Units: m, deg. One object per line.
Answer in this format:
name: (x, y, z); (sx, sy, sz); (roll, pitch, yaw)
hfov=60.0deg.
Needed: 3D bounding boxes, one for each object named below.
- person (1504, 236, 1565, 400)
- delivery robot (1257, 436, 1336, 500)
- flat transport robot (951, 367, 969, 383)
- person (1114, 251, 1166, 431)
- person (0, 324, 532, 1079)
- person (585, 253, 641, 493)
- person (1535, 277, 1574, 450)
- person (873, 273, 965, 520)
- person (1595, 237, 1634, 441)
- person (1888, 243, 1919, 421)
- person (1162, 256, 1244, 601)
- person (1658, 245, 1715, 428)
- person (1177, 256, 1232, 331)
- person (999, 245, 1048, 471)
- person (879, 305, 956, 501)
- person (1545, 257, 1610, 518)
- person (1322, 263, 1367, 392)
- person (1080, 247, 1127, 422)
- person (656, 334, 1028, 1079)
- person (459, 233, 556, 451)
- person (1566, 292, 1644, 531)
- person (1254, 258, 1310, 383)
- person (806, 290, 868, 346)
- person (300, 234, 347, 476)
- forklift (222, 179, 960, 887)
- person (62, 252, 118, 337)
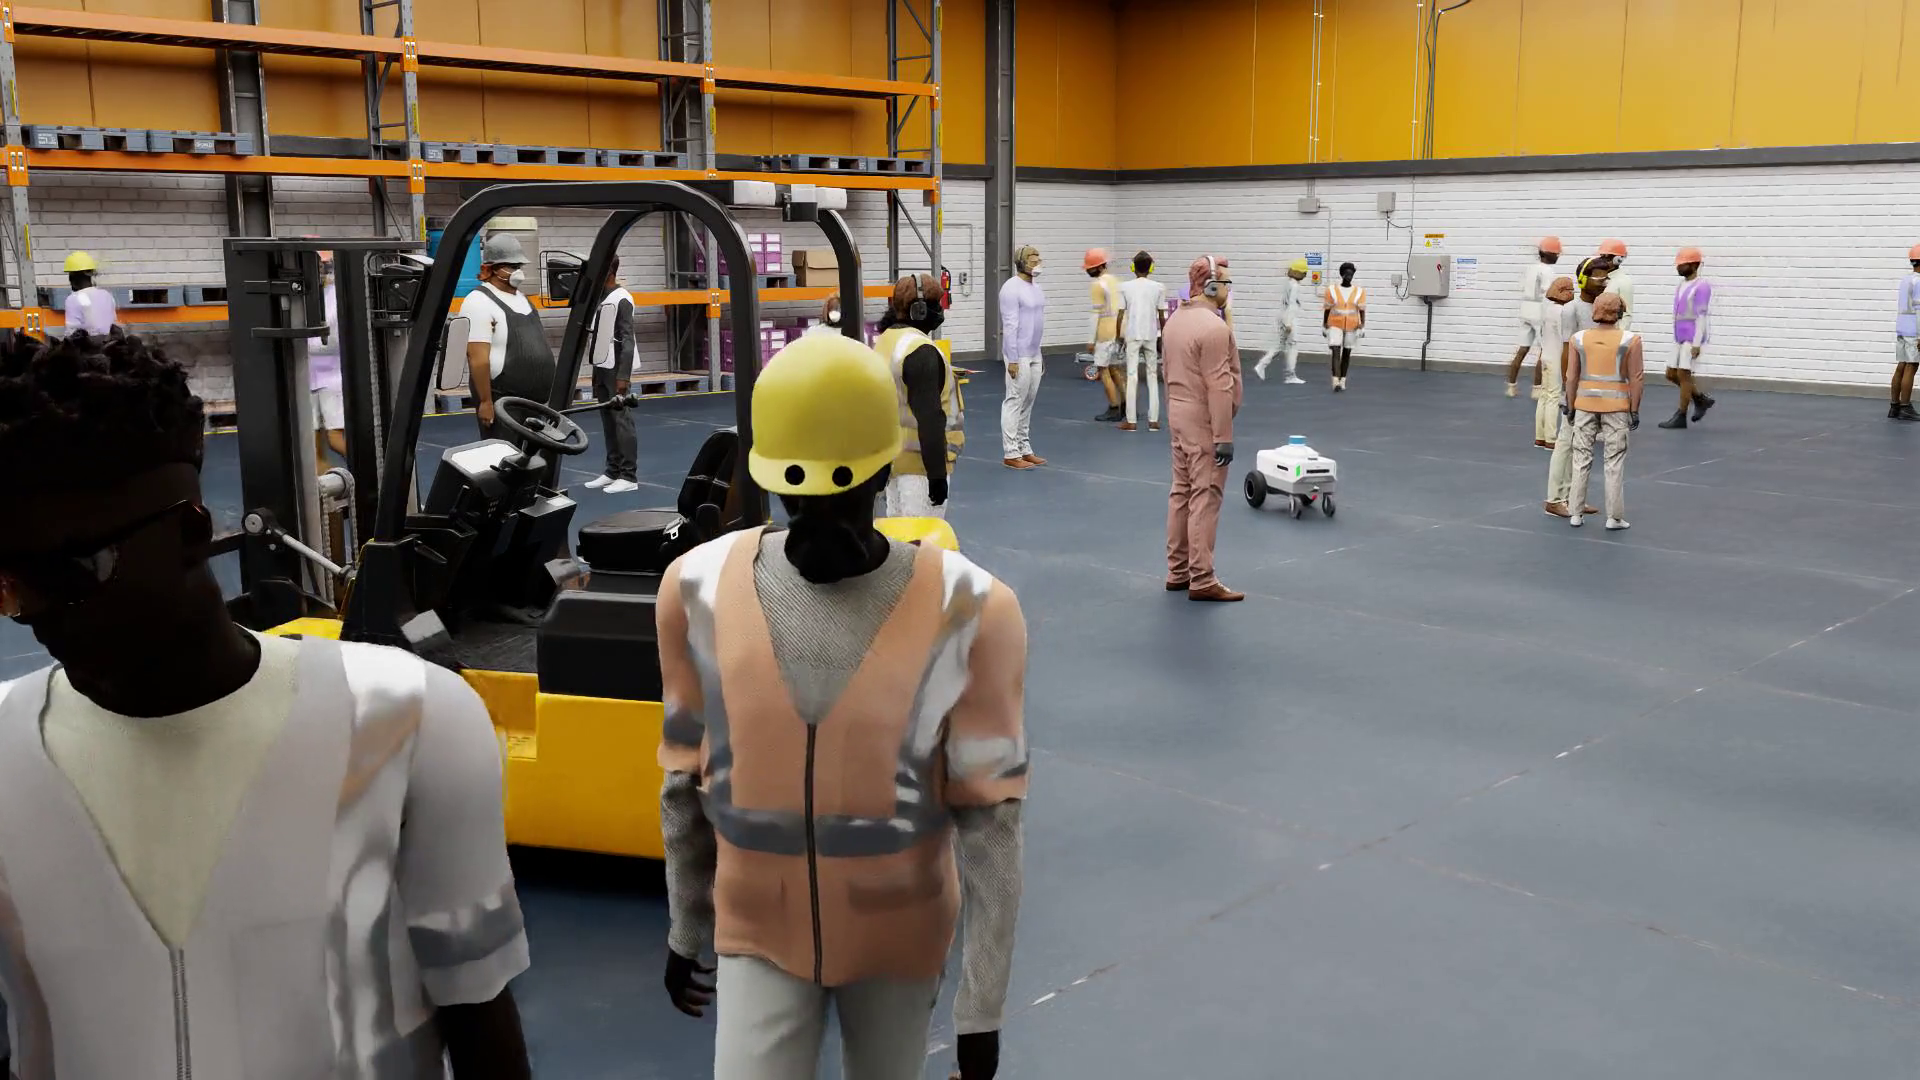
person: (7.106, -2.726, 20.564); (0.545, 2.015, 0.754); (-1, 10, -7)
delivery robot: (2.461, -0.522, 12.188); (0.477, 0.478, 0.707); (-3, 11, -15)
flat transport robot: (-0.444, -2.288, 22.852); (0.652, 0.197, 1.431); (-4, 11, -21)
person: (1.871, -2.050, 17.236); (0.529, 1.860, 0.343); (1, 10, 3)
person: (-0.751, 0.744, 1.768); (0.635, 1.939, 0.468); (-2, 11, -11)
person: (-2.749, -1.339, 13.178); (0.392, 1.920, 0.587); (-7, 13, -34)
person: (5.646, -1.666, 15.735); (0.279, 1.634, 0.497); (0, 10, -1)
person: (-0.195, -0.353, 8.015); (0.429, 1.844, 0.627); (-4, 11, -21)
person: (6.393, -1.980, 16.460); (0.375, 1.997, 0.608); (-2, 11, -11)
person: (10.473, -2.279, 18.244); (0.354, 1.942, 0.545); (2, 11, 9)
person: (1.368, -0.616, 9.272); (0.409, 1.905, 0.651); (-3, 11, -17)
person: (7.658, -2.116, 17.412); (0.559, 1.919, 0.551); (-1, 10, -6)
person: (2.567, -2.079, 17.554); (0.586, 1.784, 0.990); (1, 10, 7)
person: (0.560, -1.581, 14.443); (0.372, 1.940, 0.627); (5, 12, 26)
person: (-0.323, -0.496, 9.300); (0.532, 1.657, 0.874); (5, 11, 24)
person: (4.476, -1.094, 11.993); (0.310, 1.864, 0.534); (10, 14, 43)
person: (4.957, -2.720, 21.393); (0.544, 1.654, 0.841); (1, 10, 4)
person: (1.577, -2.226, 18.094); (0.501, 1.890, 0.604); (6, 12, 31)
person: (-0.208, 0.636, 2.518); (0.606, 1.871, 0.962); (1, 10, 6)
person: (-2.863, -0.946, 10.705); (0.539, 2.000, 0.689); (3, 11, 14)
person: (4.423, -0.882, 11.451); (0.511, 1.640, 0.308); (8, 13, 36)
person: (4.432, -2.994, 22.757); (0.648, 1.712, 0.501); (0, 10, -1)
person: (-0.946, -1.146, 12.975); (0.496, 1.607, 0.758); (2, 11, 13)
person: (-4.444, -1.107, 11.631); (0.624, 2.031, 0.559); (2, 11, 11)
forklift: (-1.114, -0.058, 5.440); (2.313, 2.155, 1.214); (2, 11, 13)
person: (-7.678, -1.607, 14.755); (0.974, 1.886, 0.604); (1, 10, 3)
